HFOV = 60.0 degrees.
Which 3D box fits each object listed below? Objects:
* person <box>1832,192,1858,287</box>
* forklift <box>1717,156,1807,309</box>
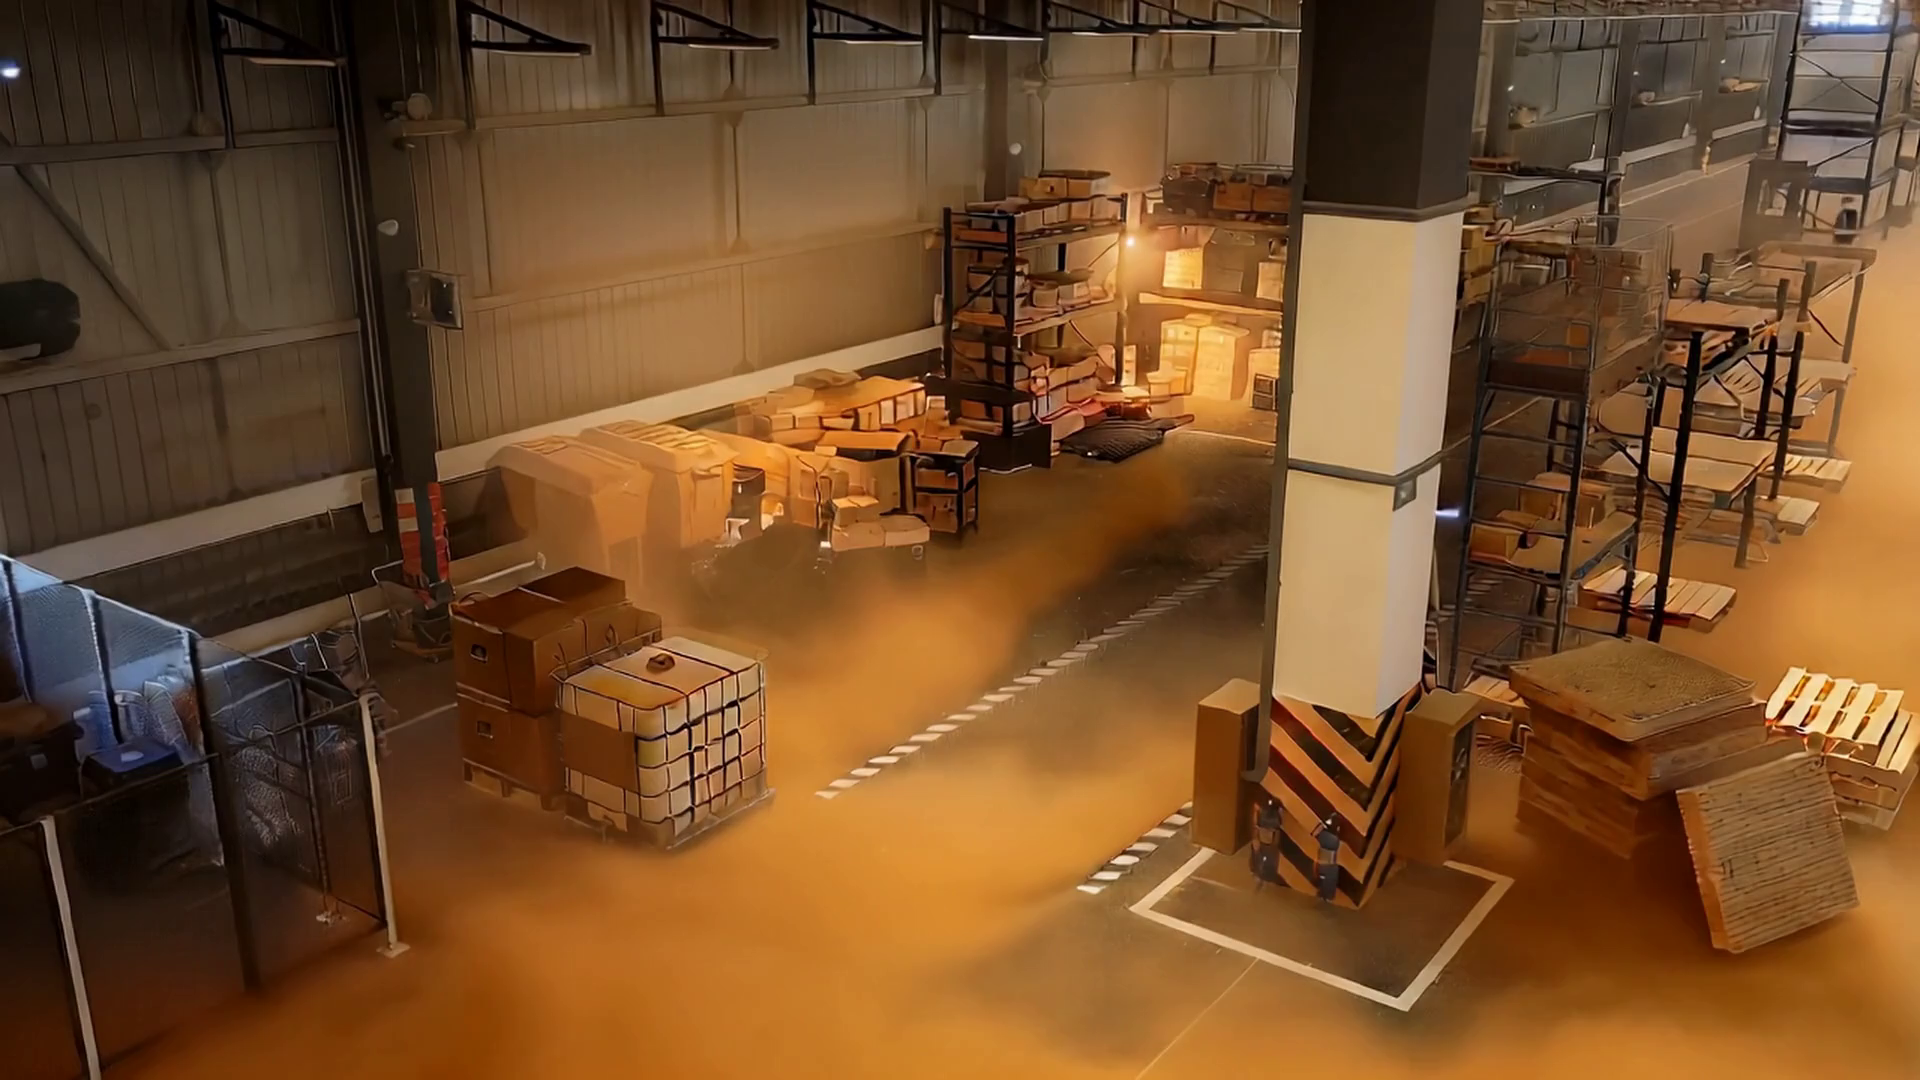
[{"bbox_3d":[17.972,-6.072,33.747,0.548,1.921,0.673,-8,20,-23],"label":"person"},{"bbox_3d":[15.205,-5.782,31.317,1.129,2.768,1.873,13,22,34],"label":"forklift"}]
